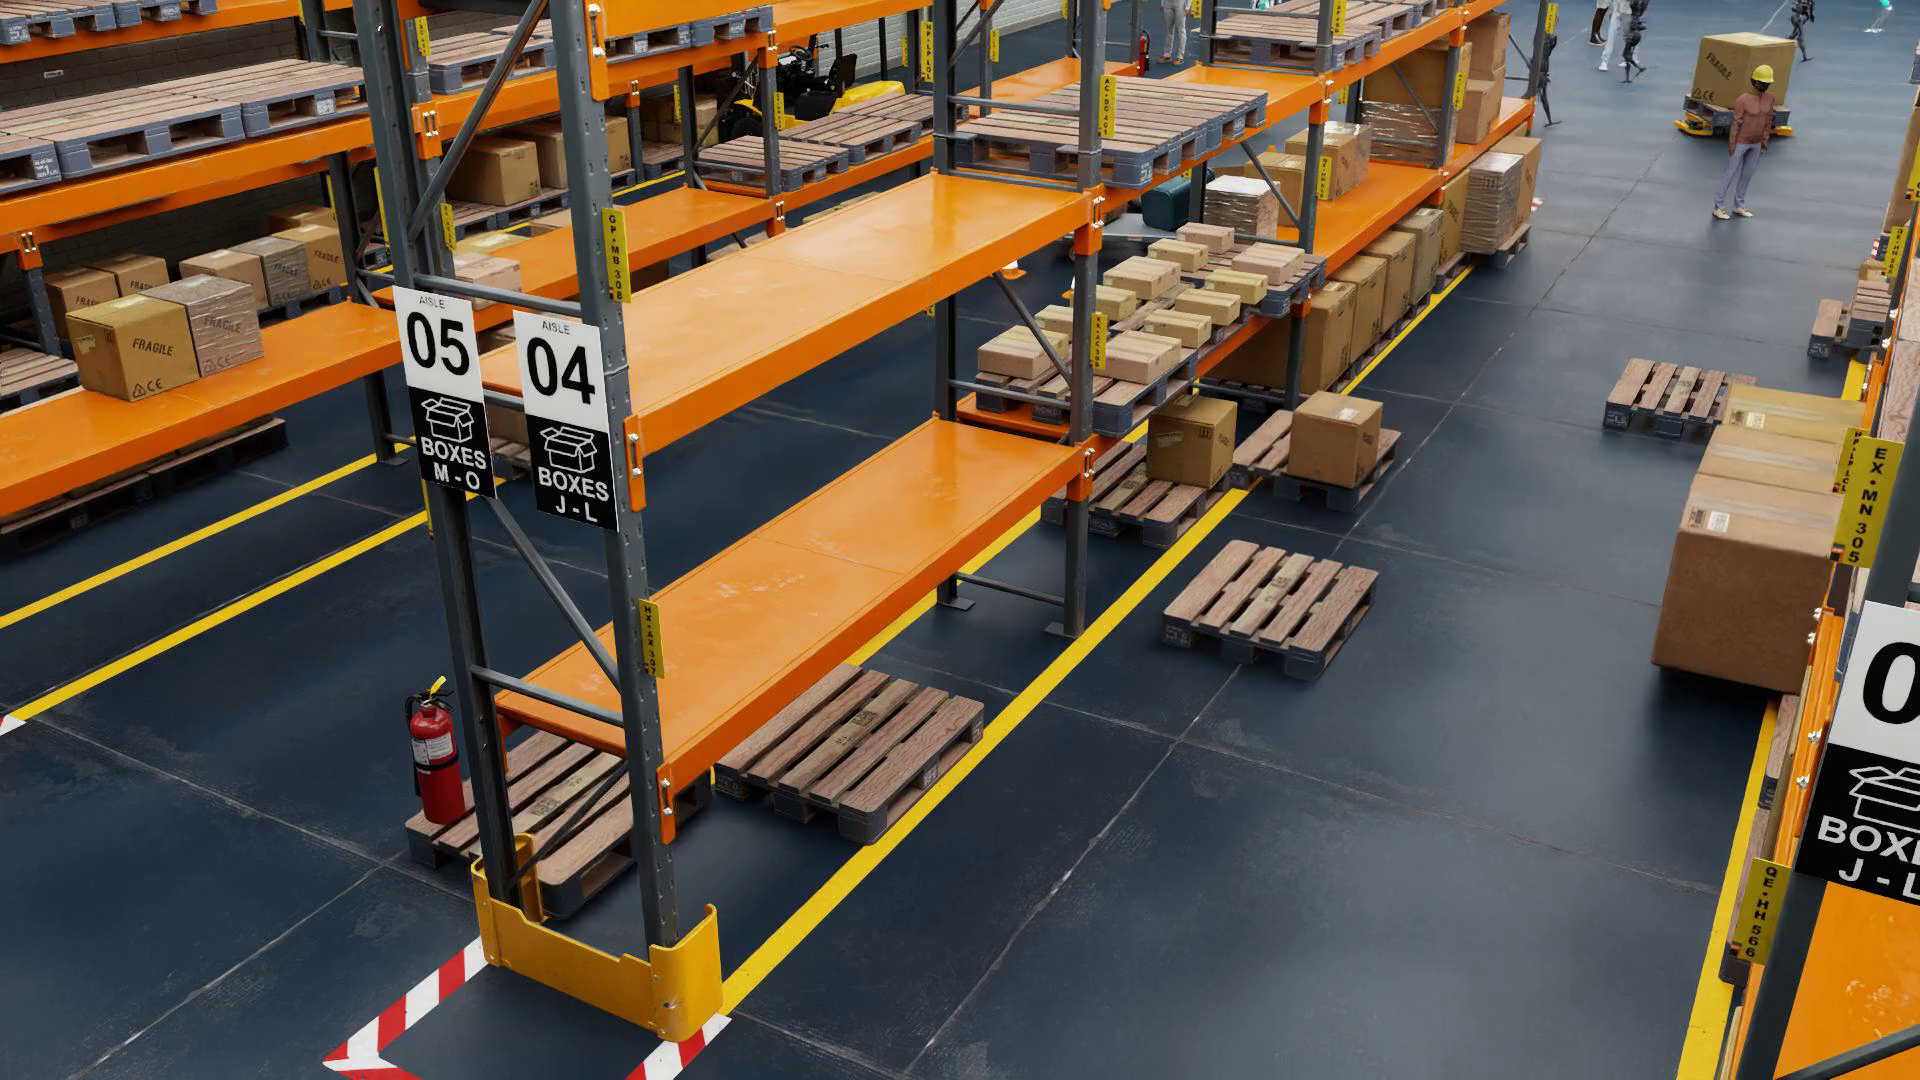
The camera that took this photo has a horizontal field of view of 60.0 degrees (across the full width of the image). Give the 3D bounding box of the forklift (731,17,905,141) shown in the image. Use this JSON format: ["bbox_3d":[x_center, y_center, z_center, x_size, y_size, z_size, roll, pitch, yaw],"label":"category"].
[{"bbox_3d":[-1.819,-5.975,21.543,2.313,2.155,1.214,14,29,26],"label":"forklift"}]

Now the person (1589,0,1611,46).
[{"bbox_3d":[11.750,-10.006,30.180,0.362,1.963,0.611,16,30,29],"label":"person"}]

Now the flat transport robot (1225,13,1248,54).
[{"bbox_3d":[5.010,-8.017,28.000,1.431,0.231,0.659,2,26,5],"label":"flat transport robot"}]

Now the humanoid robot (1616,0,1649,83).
[{"bbox_3d":[10.925,-8.210,26.786,0.440,1.647,0.589,8,27,16],"label":"humanoid robot"}]

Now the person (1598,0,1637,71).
[{"bbox_3d":[11.169,-8.858,27.928,0.984,1.851,0.628,-18,31,-33],"label":"person"}]

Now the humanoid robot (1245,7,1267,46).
[{"bbox_3d":[4.383,-6.835,23.964,0.609,1.640,0.722,17,31,32],"label":"humanoid robot"}]

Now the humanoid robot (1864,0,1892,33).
[{"bbox_3d":[17.464,-10.484,31.432,0.775,1.765,0.585,15,29,28],"label":"humanoid robot"}]

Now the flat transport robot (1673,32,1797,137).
[{"bbox_3d":[10.974,-5.894,23.588,1.431,0.231,0.659,0,26,0],"label":"flat transport robot"}]

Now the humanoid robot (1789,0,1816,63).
[{"bbox_3d":[14.531,-9.058,28.589,0.589,1.623,0.766,-21,33,-36],"label":"humanoid robot"}]

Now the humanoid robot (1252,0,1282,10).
[{"bbox_3d":[5.327,-9.365,29.165,0.546,1.817,0.844,14,29,27],"label":"humanoid robot"}]

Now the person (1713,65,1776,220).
[{"bbox_3d":[9.065,-4.564,19.116,0.515,1.759,0.343,-8,27,-16],"label":"person"}]

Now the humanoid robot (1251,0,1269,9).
[{"bbox_3d":[5.921,-10.786,32.007,0.546,1.752,0.671,-21,33,-37],"label":"humanoid robot"}]

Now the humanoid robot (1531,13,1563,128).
[{"bbox_3d":[8.267,-6.654,23.599,0.791,1.621,0.589,5,26,10],"label":"humanoid robot"}]

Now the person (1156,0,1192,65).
[{"bbox_3d":[3.672,-9.096,28.319,0.627,1.940,0.372,22,34,38],"label":"person"}]
